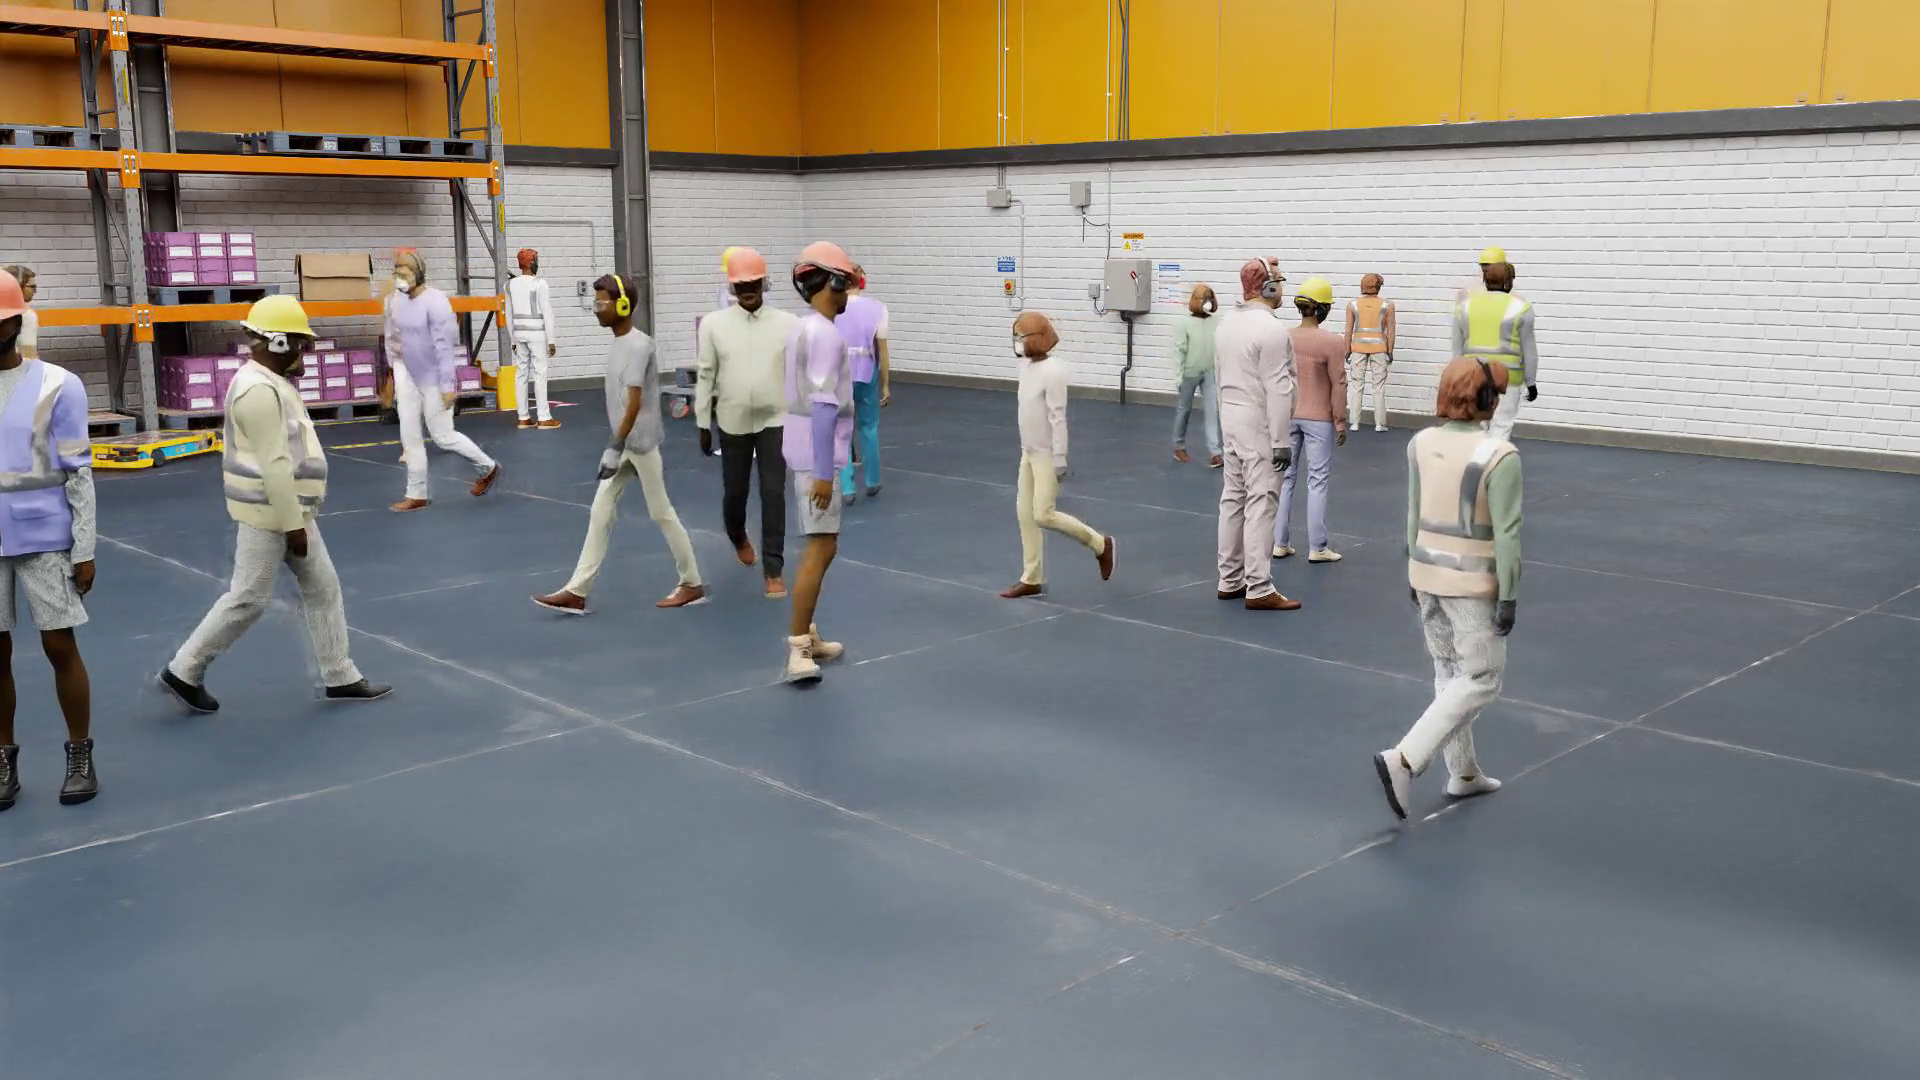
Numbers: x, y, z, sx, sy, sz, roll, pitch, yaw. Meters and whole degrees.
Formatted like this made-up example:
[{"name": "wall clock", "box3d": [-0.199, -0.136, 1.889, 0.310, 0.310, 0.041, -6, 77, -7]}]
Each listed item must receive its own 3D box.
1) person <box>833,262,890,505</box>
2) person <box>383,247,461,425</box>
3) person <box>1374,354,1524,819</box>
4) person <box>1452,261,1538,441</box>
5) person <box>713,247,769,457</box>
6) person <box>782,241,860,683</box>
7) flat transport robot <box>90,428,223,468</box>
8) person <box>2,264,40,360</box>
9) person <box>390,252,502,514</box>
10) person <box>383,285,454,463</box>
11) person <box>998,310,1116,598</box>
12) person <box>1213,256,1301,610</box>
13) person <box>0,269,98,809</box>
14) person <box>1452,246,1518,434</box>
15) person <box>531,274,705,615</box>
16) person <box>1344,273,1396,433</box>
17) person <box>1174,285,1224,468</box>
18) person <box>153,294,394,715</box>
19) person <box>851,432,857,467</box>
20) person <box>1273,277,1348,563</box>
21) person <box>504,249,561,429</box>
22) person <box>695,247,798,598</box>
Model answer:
[{"name": "person", "box3d": [-0.817, -1.199, 12.688, 0.593, 1.811, 0.783, 0, 10, 2]}, {"name": "person", "box3d": [-5.868, -2.195, 17.926, 0.548, 1.890, 0.931, 9, 14, 42]}, {"name": "person", "box3d": [1.706, 0.167, 5.783, 0.614, 1.627, 0.532, -5, 12, -25]}, {"name": "person", "box3d": [4.140, -1.232, 12.862, 0.448, 1.828, 0.632, -10, 14, -43]}, {"name": "person", "box3d": [-2.006, -1.704, 15.175, 0.585, 1.917, 0.390, 7, 12, 33]}, {"name": "person", "box3d": [-0.640, -0.359, 7.668, 0.464, 2.001, 0.820, -2, 11, -12]}, {"name": "flat transport robot", "box3d": [-7.242, -0.829, 14.892, 0.652, 0.197, 1.431, 2, 11, 12]}, {"name": "person", "box3d": [-6.913, -1.075, 12.040, 0.531, 1.822, 0.683, 3, 11, 16]}, {"name": "person", "box3d": [-3.815, -1.161, 12.247, 0.640, 1.906, 0.800, 9, 13, 39]}, {"name": "person", "box3d": [-4.878, -1.632, 15.053, 0.634, 1.818, 0.722, 0, 10, 2]}, {"name": "person", "box3d": [0.536, -0.467, 9.247, 0.601, 1.610, 0.529, -4, 11, -19]}, {"name": "person", "box3d": [1.630, -0.578, 9.050, 0.407, 1.913, 0.641, -4, 11, -20]}, {"name": "person", "box3d": [-3.328, 0.004, 5.847, 0.540, 1.929, 0.391, -2, 11, -13]}, {"name": "person", "box3d": [4.627, -1.609, 14.637, 0.593, 1.922, 0.384, 10, 14, 43]}, {"name": "person", "box3d": [-1.799, -0.489, 8.859, 0.962, 1.809, 0.500, -7, 13, -34]}, {"name": "person", "box3d": [4.205, -1.917, 17.104, 0.515, 1.636, 0.315, 4, 11, 21]}, {"name": "person", "box3d": [2.107, -1.442, 14.629, 0.520, 1.586, 0.876, -3, 11, -16]}, {"name": "person", "box3d": [-2.958, -0.138, 7.008, 0.906, 1.790, 0.579, -2, 11, -12]}, {"name": "person", "box3d": [-1.185, -1.579, 14.398, 0.630, 1.943, 0.639, -1, 10, -3]}, {"name": "person", "box3d": [2.167, -0.742, 10.341, 0.533, 1.767, 0.326, 9, 14, 40]}, {"name": "person", "box3d": [-4.480, -2.096, 17.409, 0.575, 1.882, 0.355, 5, 11, 23]}, {"name": "person", "box3d": [-1.201, -0.691, 9.558, 0.638, 1.970, 0.808, -2, 11, -10]}]
